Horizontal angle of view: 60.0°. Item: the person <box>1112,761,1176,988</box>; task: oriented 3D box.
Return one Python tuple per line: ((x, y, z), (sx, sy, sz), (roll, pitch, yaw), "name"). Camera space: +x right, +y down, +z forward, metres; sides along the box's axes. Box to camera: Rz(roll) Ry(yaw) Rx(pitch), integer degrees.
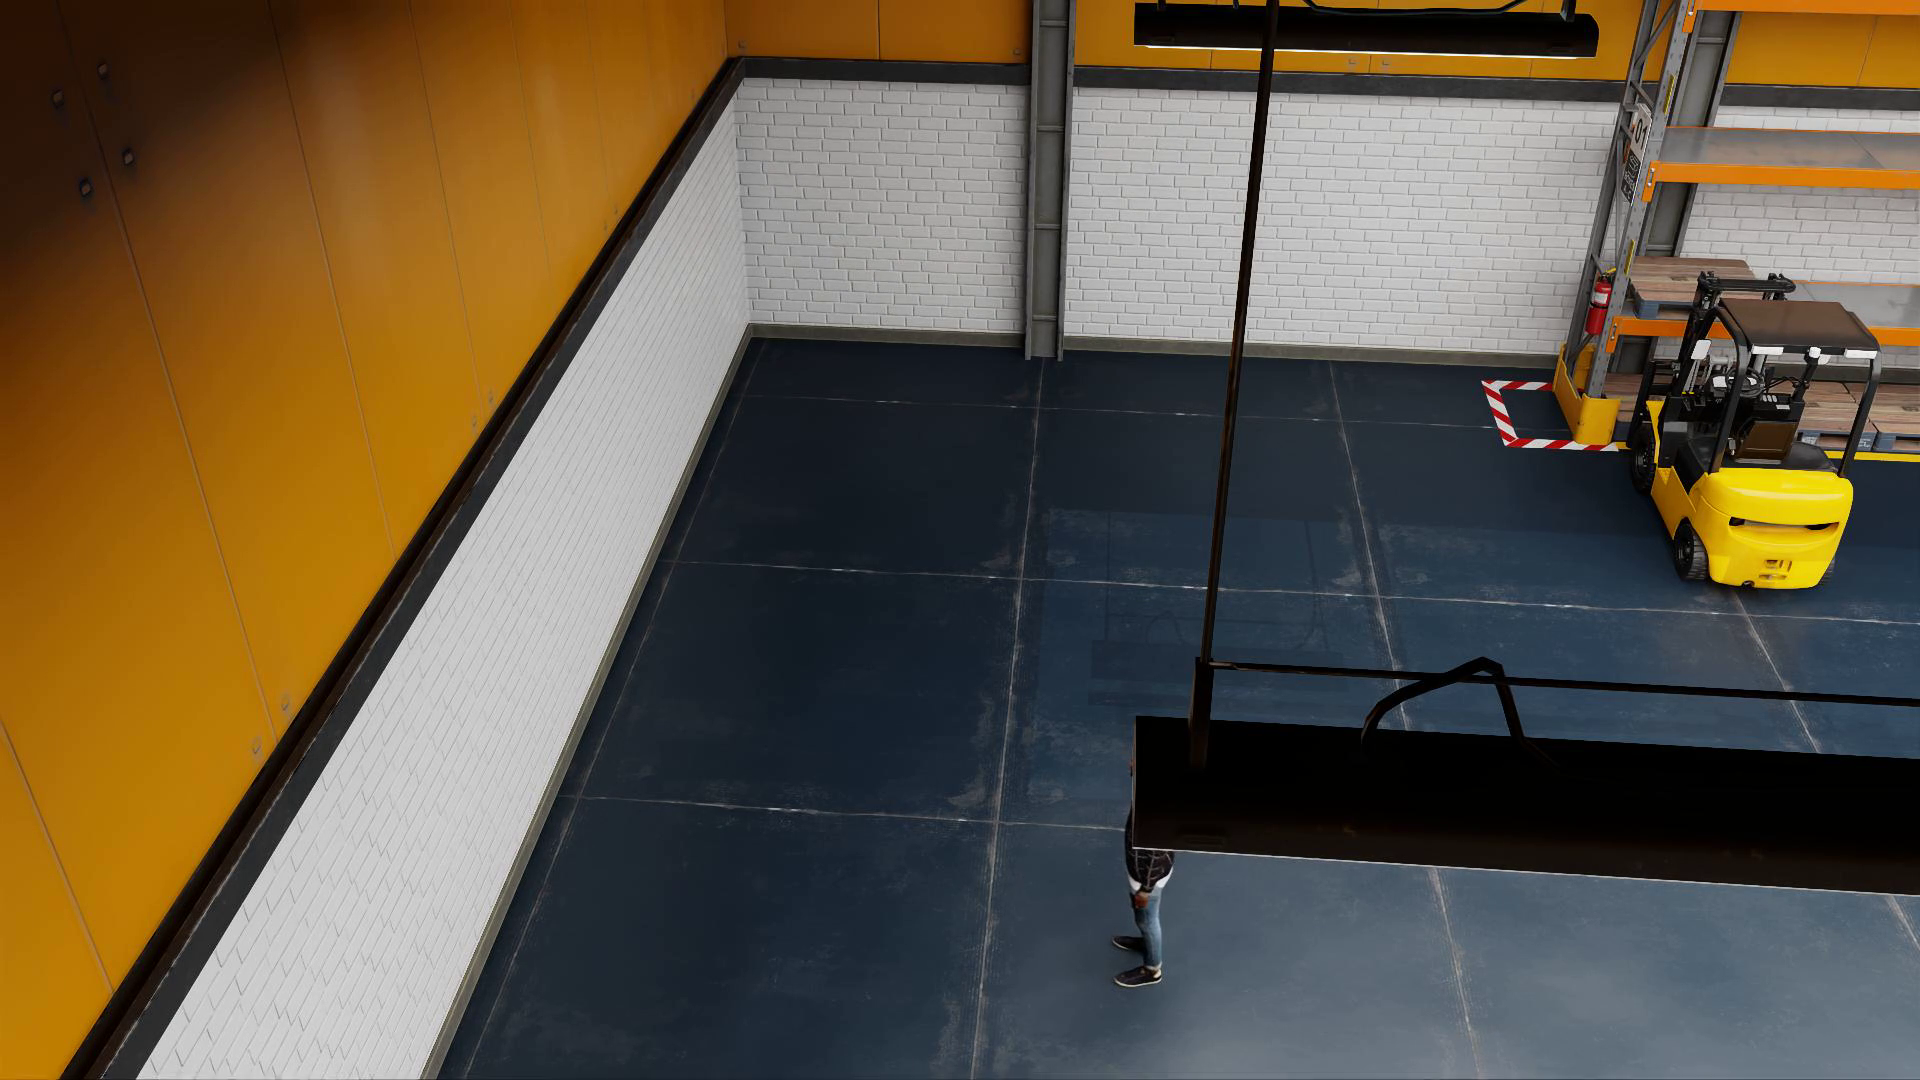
((1.155, 1.961, 10.076), (0.542, 1.820, 0.651), (3, 34, 5), "person")
